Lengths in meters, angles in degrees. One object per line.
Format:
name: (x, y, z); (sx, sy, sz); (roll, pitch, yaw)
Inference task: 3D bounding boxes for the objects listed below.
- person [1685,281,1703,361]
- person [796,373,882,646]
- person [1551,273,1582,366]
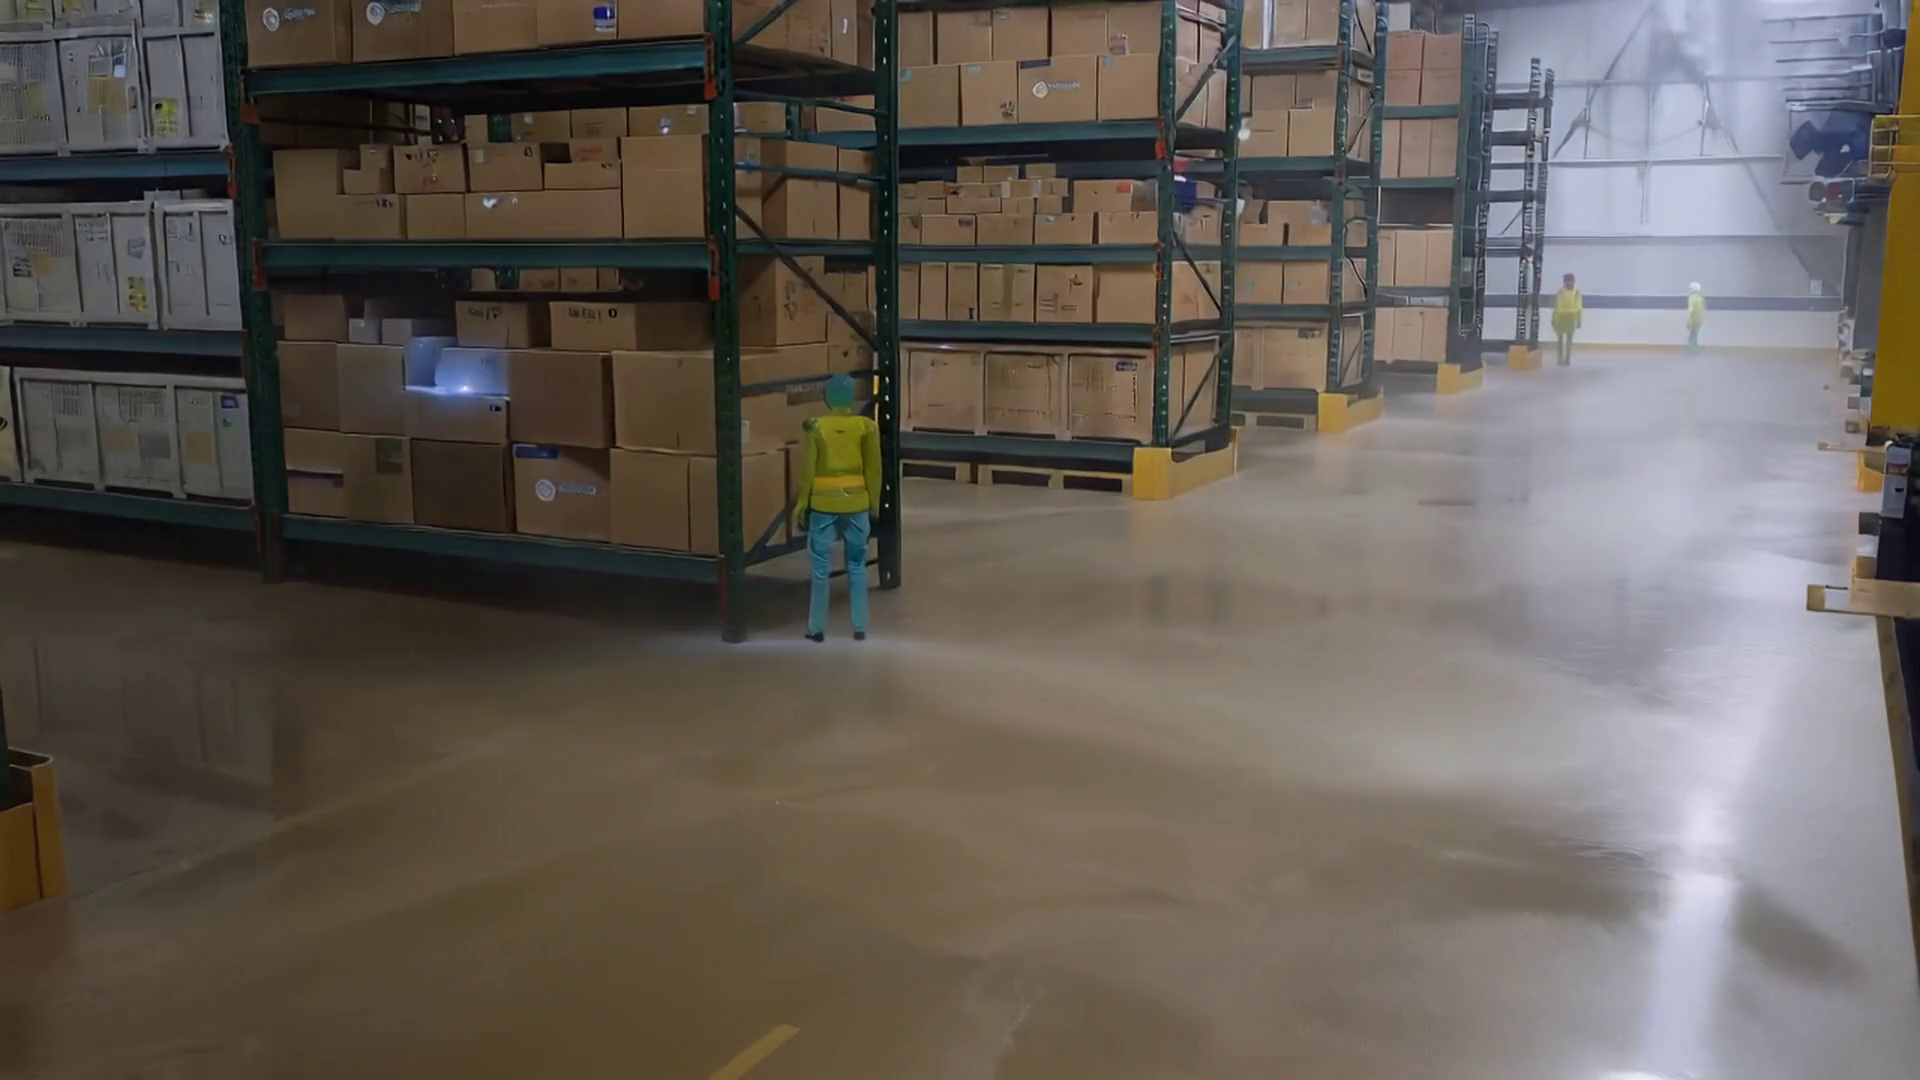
person: (15.837, -4.716, 35.891); (0.345, 1.729, 0.664); (8, 13, 39)
person: (-0.710, -0.178, 9.898); (0.525, 1.631, 0.312); (-3, 10, -18)
person: (12.425, -4.509, 34.115); (0.597, 1.918, 0.707); (5, 11, 27)
